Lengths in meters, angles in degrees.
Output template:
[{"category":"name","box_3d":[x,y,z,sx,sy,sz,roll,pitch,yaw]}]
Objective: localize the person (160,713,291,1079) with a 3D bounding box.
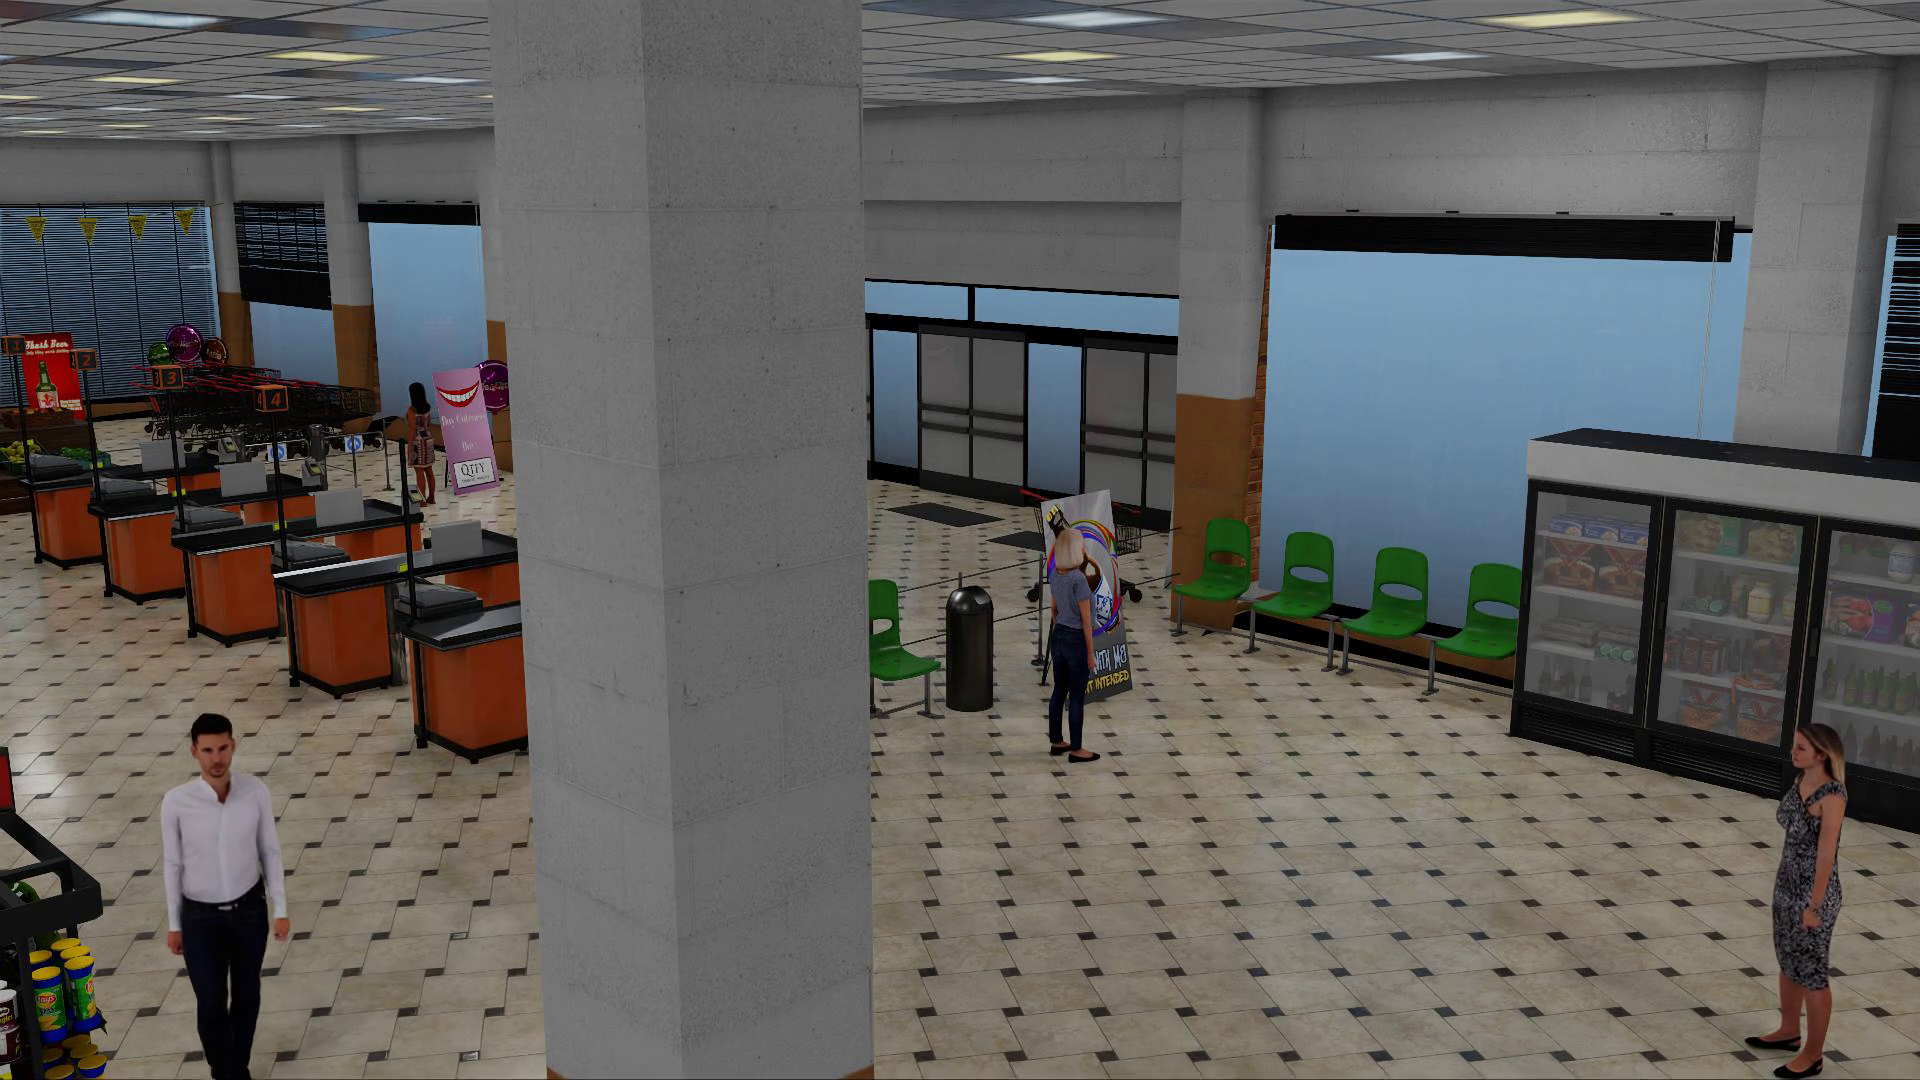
[{"category":"person","box_3d":[-3.367,1.657,7.585,0.765,1.854,0.790,-8,14,-33]}]

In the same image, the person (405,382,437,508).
[{"category":"person","box_3d":[-7.131,-1.271,21.995,0.784,1.645,0.640,4,12,17]}]

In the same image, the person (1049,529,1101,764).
[{"category":"person","box_3d":[0.809,0.760,12.163,0.567,1.723,0.613,-8,14,-33]}]

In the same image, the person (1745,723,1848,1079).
[{"category":"person","box_3d":[4.011,1.680,7.846,0.690,1.701,0.617,1,12,5]}]
